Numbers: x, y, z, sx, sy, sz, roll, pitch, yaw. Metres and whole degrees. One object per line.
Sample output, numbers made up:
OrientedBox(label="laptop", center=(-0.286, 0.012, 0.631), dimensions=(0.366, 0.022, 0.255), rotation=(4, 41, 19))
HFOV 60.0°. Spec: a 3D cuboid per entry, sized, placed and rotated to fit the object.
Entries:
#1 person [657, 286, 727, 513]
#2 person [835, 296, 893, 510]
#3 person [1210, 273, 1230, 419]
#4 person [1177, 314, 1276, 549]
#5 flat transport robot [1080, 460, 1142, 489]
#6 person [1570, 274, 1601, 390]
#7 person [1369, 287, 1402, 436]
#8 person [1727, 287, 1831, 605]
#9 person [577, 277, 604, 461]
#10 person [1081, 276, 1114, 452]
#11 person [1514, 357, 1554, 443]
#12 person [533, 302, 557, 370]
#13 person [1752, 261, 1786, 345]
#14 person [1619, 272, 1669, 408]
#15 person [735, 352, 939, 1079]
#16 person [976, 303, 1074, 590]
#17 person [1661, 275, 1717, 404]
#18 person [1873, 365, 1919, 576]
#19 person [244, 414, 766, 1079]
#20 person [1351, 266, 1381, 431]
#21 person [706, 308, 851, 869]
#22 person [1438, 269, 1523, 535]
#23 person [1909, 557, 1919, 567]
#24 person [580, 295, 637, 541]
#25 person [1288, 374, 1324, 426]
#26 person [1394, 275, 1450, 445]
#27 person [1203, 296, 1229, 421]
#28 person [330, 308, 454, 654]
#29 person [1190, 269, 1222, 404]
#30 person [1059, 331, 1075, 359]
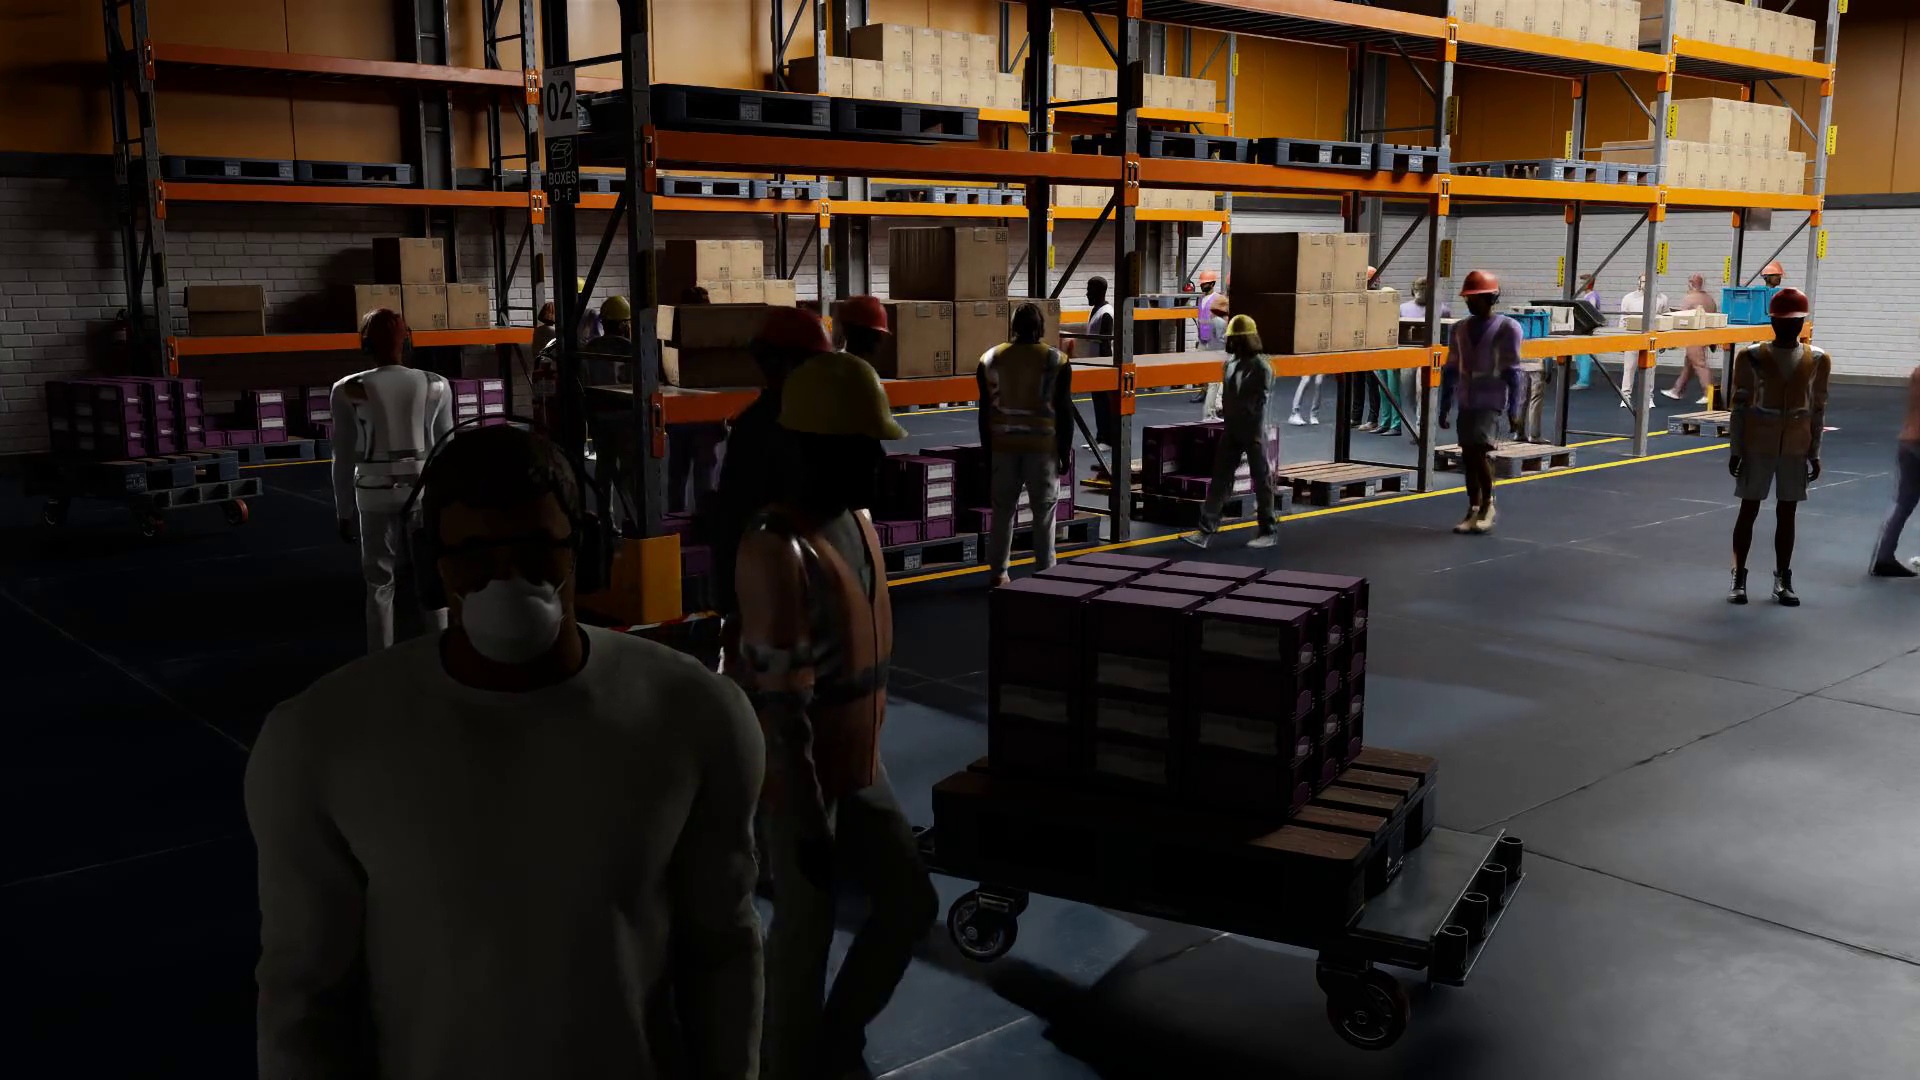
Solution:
OrientedBox(label="person", center=(-1.942, -0.910, 12.266), dimensions=(0.644, 1.905, 0.400), rotation=(7, 12, 37))
OrientedBox(label="person", center=(-0.690, -0.410, 9.332), dimensions=(0.648, 1.903, 0.592), rotation=(-3, 10, -16))
OrientedBox(label="person", center=(3.581, -2.564, 21.912), dimensions=(0.594, 1.922, 1.027), rotation=(2, 10, 9))
OrientedBox(label="person", center=(1.979, -0.757, 11.941), dimensions=(0.877, 1.694, 0.511), rotation=(-7, 12, -36))
OrientedBox(label="flat transport robot", center=(1.832, -0.613, 15.302), dimensions=(1.431, 0.197, 0.652), rotation=(-9, 13, -41))
OrientedBox(label="person", center=(9.928, -3.283, 26.345), dimensions=(0.419, 1.842, 0.589), rotation=(1, 10, 9))
OrientedBox(label="person", center=(5.068, -2.111, 19.734), dimensions=(0.343, 1.759, 0.529), rotation=(-3, 10, -15))
OrientedBox(label="person", center=(4.979, -0.564, 10.140), dimensions=(0.544, 1.939, 0.354), rotation=(2, 10, 13))
OrientedBox(label="person", center=(-3.959, -1.784, 17.355), dimensions=(0.588, 1.919, 0.401), rotation=(6, 11, 29))
OrientedBox(label="person", center=(1.546, -1.912, 18.136), dimensions=(0.391, 1.910, 0.582), rotation=(-1, 10, -7))
OrientedBox(label="person", center=(6.552, -1.913, 18.935), dimensions=(0.311, 1.635, 0.513), rotation=(-4, 10, -22))
OrientedBox(label="person", center=(-4.483, -1.788, 18.223), dimensions=(0.493, 1.626, 0.286), rotation=(8, 12, 38))
OrientedBox(label="person", center=(11.235, -2.839, 23.143), dimensions=(0.608, 2.048, 0.365), rotation=(-6, 12, -33))
OrientedBox(label="person", center=(9.575, -2.799, 23.322), dimensions=(0.643, 1.908, 0.408), rotation=(3, 10, 15))
OrientedBox(label="person", center=(-0.280, 0.527, 3.833), dimensions=(0.481, 1.906, 0.599), rotation=(4, 10, 21))
OrientedBox(label="person", center=(0.421, -0.578, 10.553), dimensions=(0.621, 1.835, 0.430), rotation=(3, 10, 17))
OrientedBox(label="person", center=(10.646, -2.909, 24.141), dimensions=(0.641, 1.846, 1.006), rotation=(-6, 12, -33))
OrientedBox(label="person", center=(6.469, -0.603, 11.018), dimensions=(0.751, 1.707, 0.592), rotation=(0, 10, -1))
OrientedBox(label="person", center=(-0.542, 0.805, 2.123), dimensions=(0.629, 1.940, 0.379), rotation=(-4, 10, -20))
OrientedBox(label="person", center=(4.961, -2.337, 20.350), dimensions=(0.375, 1.997, 0.609), rotation=(-5, 11, -29))
OrientedBox(label="person", center=(-0.612, 0.185, 5.735), dimensions=(0.864, 1.942, 0.642), rotation=(0, 10, 0))
OrientedBox(label="person", center=(3.918, -1.030, 12.615), dimensions=(0.466, 2.021, 0.633), rotation=(-7, 12, -36))
OrientedBox(label="person", center=(6.878, -0.681, 11.186), dimensions=(0.640, 1.819, 0.557), rotation=(5, 11, 29))
OrientedBox(label="person", center=(-2.522, -0.887, 12.335), dimensions=(0.586, 1.835, 0.403), rotation=(5, 11, 28))
OrientedBox(label="person", center=(4.462, -2.343, 20.891), dimensions=(0.656, 1.838, 0.457), rotation=(-3, 10, -16))
OrientedBox(label="person", center=(5.279, -2.060, 19.000), dimensions=(0.635, 1.919, 0.784), rotation=(6, 12, 33))
OrientedBox(label="person", center=(3.249, -2.276, 21.106), dimensions=(0.320, 1.635, 0.524), rotation=(-1, 10, -4))
OrientedBox(label="person", center=(-2.713, -0.171, 8.020), dimensions=(0.577, 1.879, 0.350), rotation=(-6, 11, -30))
OrientedBox(label="person", center=(3.553, -2.912, 23.896), dimensions=(0.377, 1.932, 0.552), rotation=(-5, 11, -29))
OrientedBox(label="person", center=(0.875, -1.525, 16.568), dimensions=(0.550, 1.664, 0.817), rotation=(-1, 10, -6))
